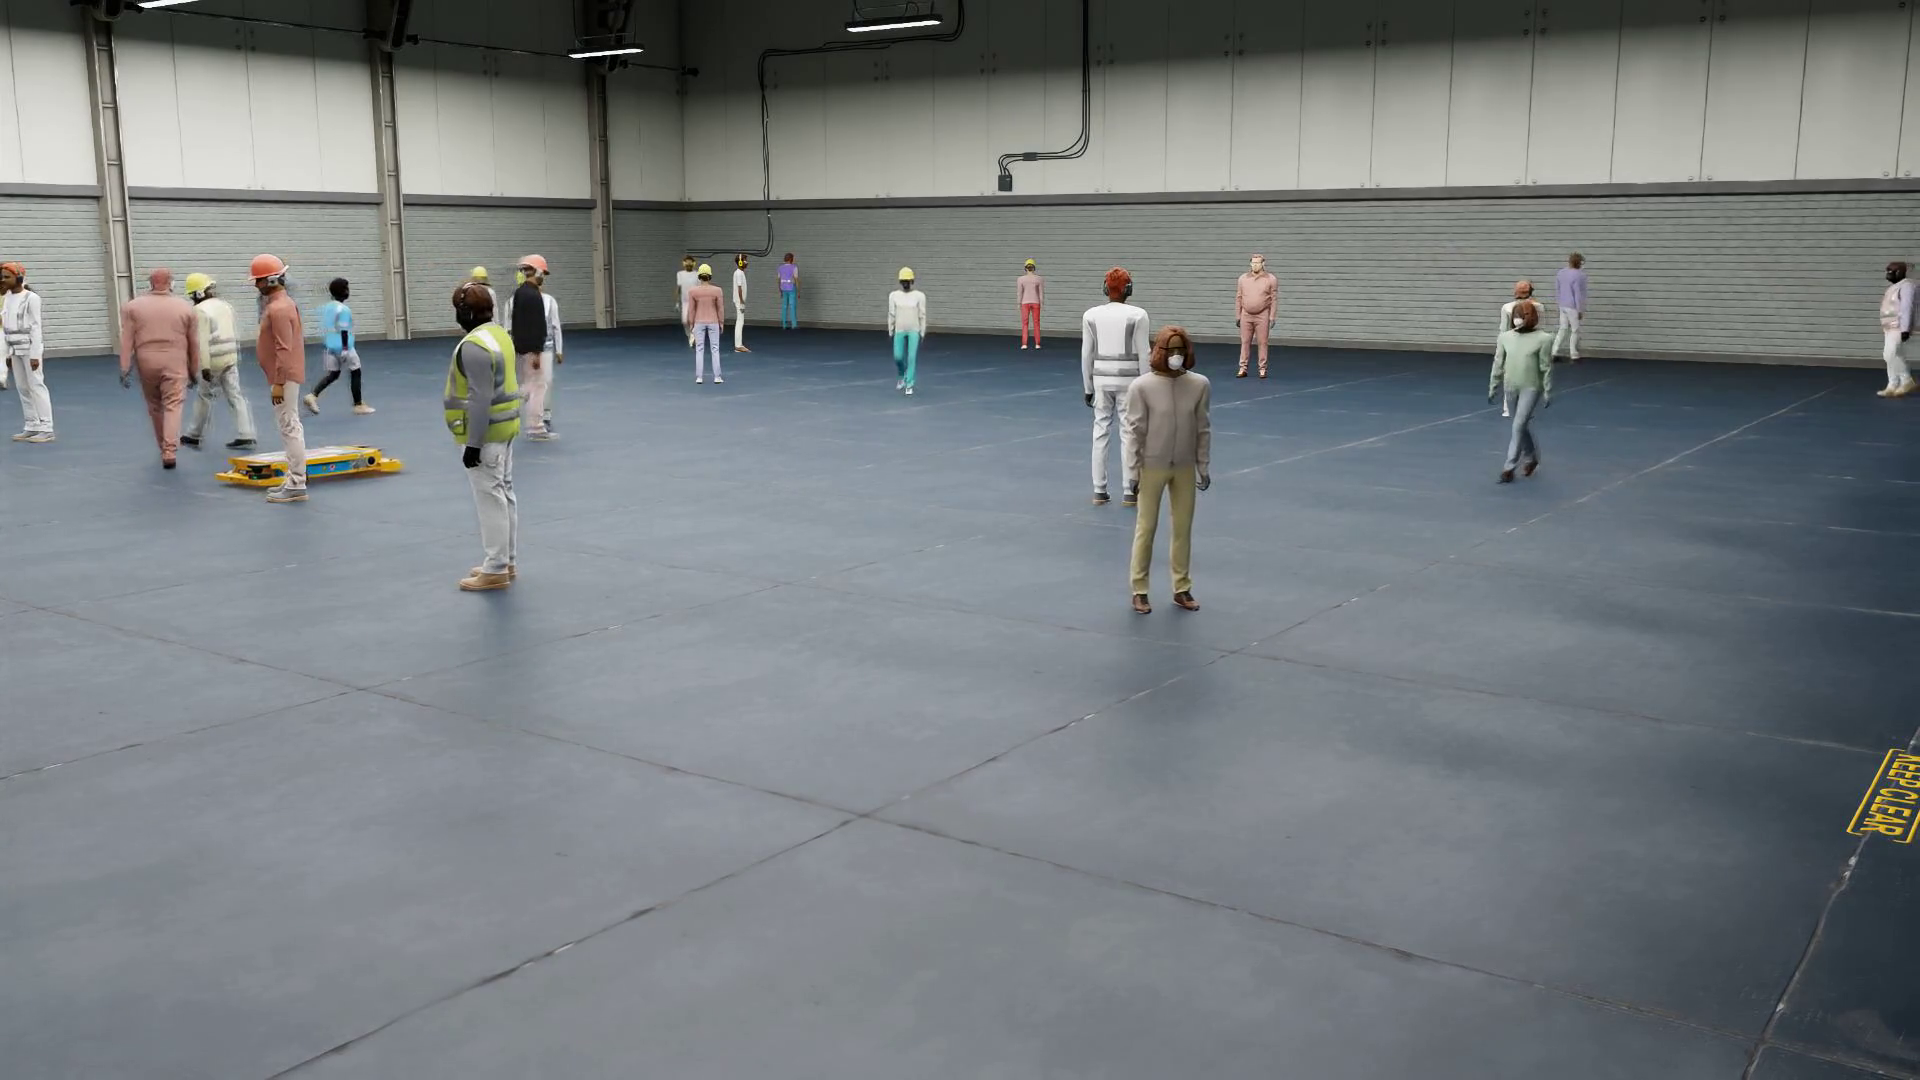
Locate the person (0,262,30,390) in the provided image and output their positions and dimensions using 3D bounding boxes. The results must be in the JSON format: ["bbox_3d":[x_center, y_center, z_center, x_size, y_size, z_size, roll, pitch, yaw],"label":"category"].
[{"bbox_3d":[-13.538,-3.033,23.652,0.644,1.793,0.946,-3,11,-19],"label":"person"}]

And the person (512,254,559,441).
[{"bbox_3d":[-4.516,-1.992,17.370,0.569,1.961,0.638,-6,12,-30],"label":"person"}]

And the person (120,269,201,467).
[{"bbox_3d":[-7.485,-1.616,15.626,0.669,1.838,1.037,-3,11,-16],"label":"person"}]

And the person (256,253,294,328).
[{"bbox_3d":[-10.597,-3.486,25.840,0.641,1.927,0.646,3,11,18],"label":"person"}]

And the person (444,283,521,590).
[{"bbox_3d":[-2.877,-0.620,10.028,0.430,1.841,0.624,0,10,-2],"label":"person"}]

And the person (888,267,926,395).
[{"bbox_3d":[-0.728,-2.883,22.955,0.526,1.754,0.416,1,10,5],"label":"person"}]

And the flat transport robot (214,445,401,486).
[{"bbox_3d":[-5.747,-0.669,14.693,0.652,0.197,1.431,7,12,35],"label":"flat transport robot"}]

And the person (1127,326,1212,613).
[{"bbox_3d":[1.175,-0.393,9.361,0.502,1.624,0.300,-3,11,-15],"label":"person"}]

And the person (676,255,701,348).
[{"bbox_3d":[-5.395,-4.761,33.178,0.523,1.855,0.699,0,10,-2],"label":"person"}]

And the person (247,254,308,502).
[{"bbox_3d":[-5.490,-1.302,13.434,0.389,1.986,0.608,-4,11,-19],"label":"person"}]

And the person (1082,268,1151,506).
[{"bbox_3d":[1.248,-1.207,13.193,0.573,1.883,0.356,5,11,25],"label":"person"}]

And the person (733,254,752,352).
[{"bbox_3d":[-4.187,-4.538,31.881,0.327,1.874,0.518,-2,10,-11],"label":"person"}]

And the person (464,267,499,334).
[{"bbox_3d":[-7.199,-3.267,25.176,0.506,1.706,0.831,2,10,9],"label":"person"}]

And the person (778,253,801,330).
[{"bbox_3d":[-4.111,-5.968,39.949,0.564,1.849,0.388,5,11,27],"label":"person"}]

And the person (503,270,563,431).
[{"bbox_3d":[-4.721,-2.090,18.337,0.626,1.806,0.720,-1,10,-8],"label":"person"}]

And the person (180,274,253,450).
[{"bbox_3d":[-7.548,-1.780,16.720,0.905,1.762,0.603,2,10,13],"label":"person"}]

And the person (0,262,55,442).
[{"bbox_3d":[-9.802,-1.959,17.426,0.577,1.877,0.339,6,12,30],"label":"person"}]

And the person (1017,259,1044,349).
[{"bbox_3d":[1.379,-4.610,32.604,0.523,1.761,0.326,0,10,-1],"label":"person"}]

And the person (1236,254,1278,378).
[{"bbox_3d":[4.560,-3.449,25.685,0.639,1.909,0.409,4,11,21],"label":"person"}]

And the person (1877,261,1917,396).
[{"bbox_3d":[12.669,-2.846,22.507,0.436,1.836,0.666,2,10,11],"label":"person"}]

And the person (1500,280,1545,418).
[{"bbox_3d":[6.675,-2.260,19.784,0.514,1.636,0.314,3,10,15],"label":"person"}]

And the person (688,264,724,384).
[{"bbox_3d":[-3.756,-3.195,24.650,0.525,1.772,0.309,-1,10,-4],"label":"person"}]

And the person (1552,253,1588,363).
[{"bbox_3d":[10.608,-4.014,28.913,0.523,1.915,0.693,-2,10,-13],"label":"person"}]

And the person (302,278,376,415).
[{"bbox_3d":[-7.535,-2.328,20.065,0.532,1.667,0.771,10,14,44],"label":"person"}]

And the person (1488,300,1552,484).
[{"bbox_3d":[4.950,-1.317,14.625,0.844,1.592,0.513,-10,14,-43],"label":"person"}]
